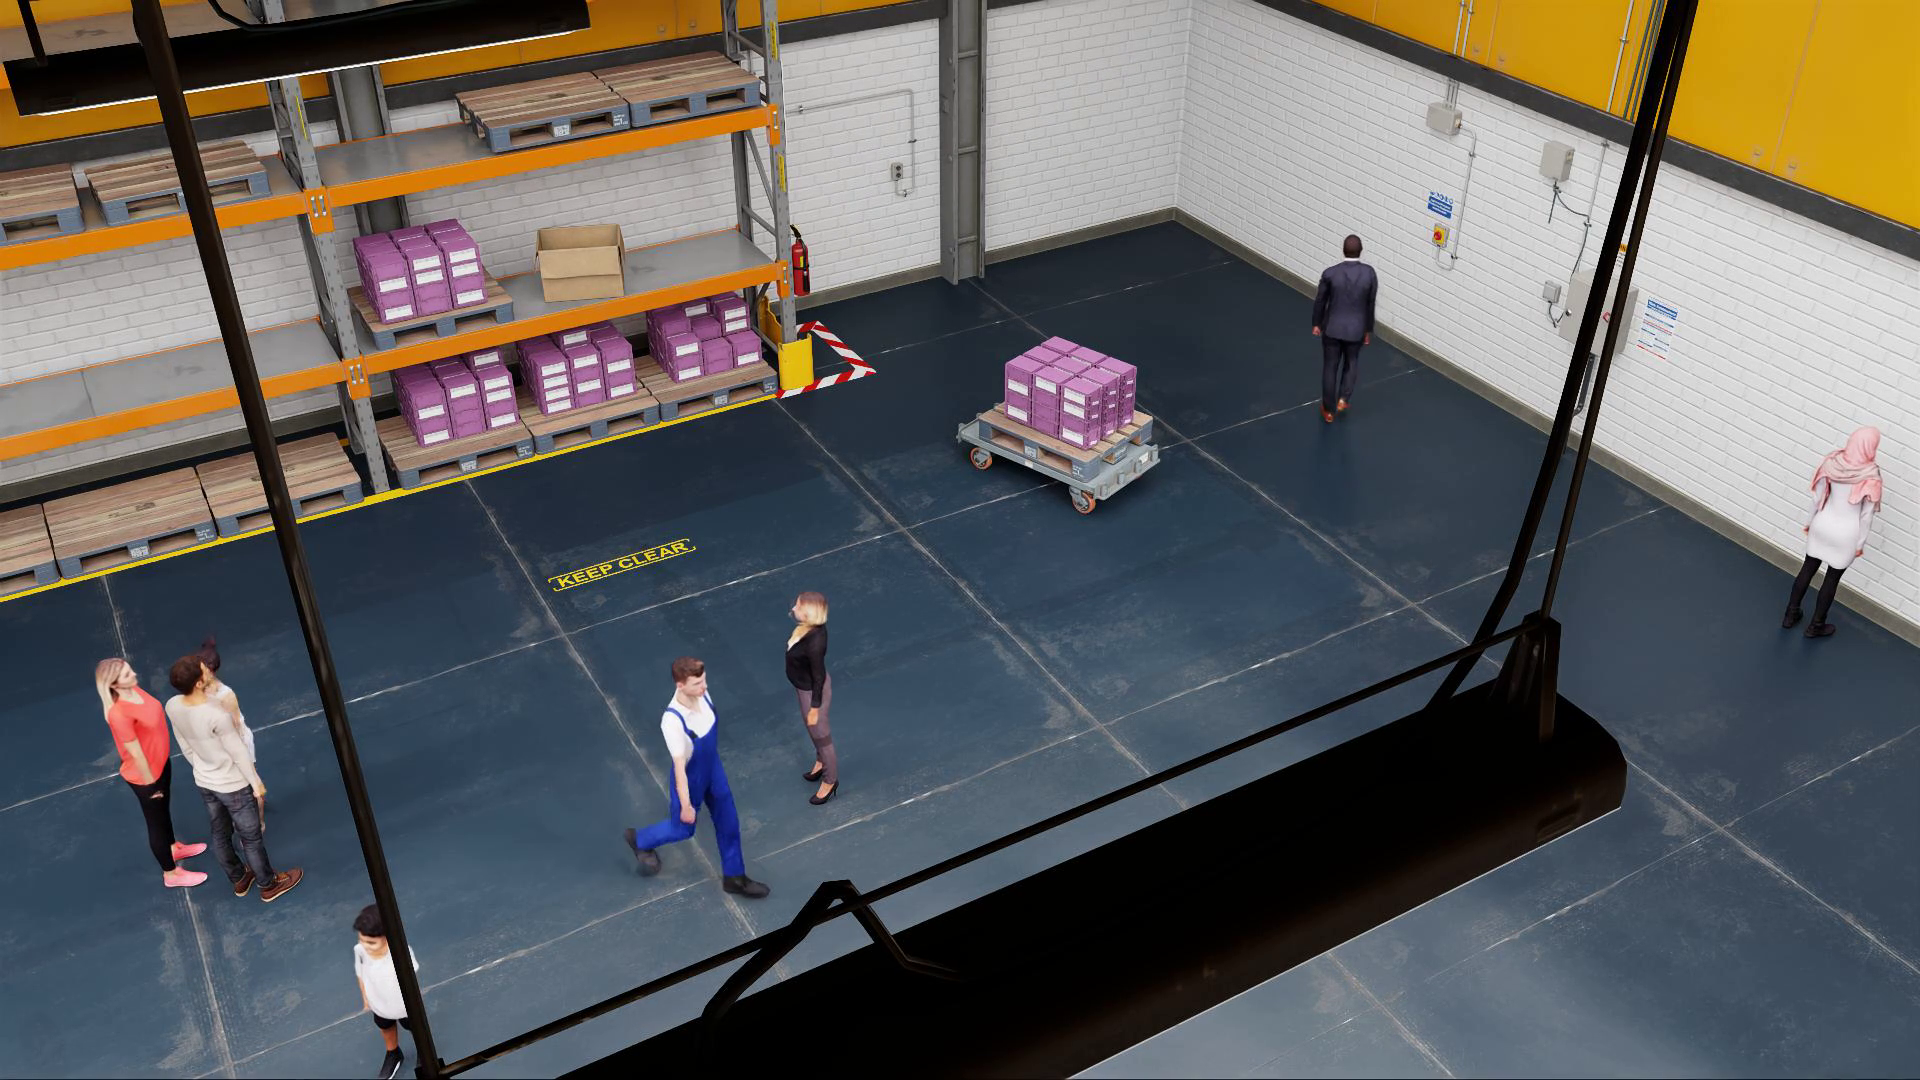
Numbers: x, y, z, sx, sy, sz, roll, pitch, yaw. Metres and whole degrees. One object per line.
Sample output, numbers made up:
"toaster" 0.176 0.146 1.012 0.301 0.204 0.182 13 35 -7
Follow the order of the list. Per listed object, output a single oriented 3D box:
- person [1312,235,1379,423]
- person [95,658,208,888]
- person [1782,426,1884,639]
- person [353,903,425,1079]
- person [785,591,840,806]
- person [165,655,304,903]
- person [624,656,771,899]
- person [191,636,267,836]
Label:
"person" 3.525 -1.893 15.249 0.814 1.812 0.892 5 34 8
"person" -5.071 1.425 10.364 0.599 1.693 0.635 -10 35 -15
"person" 6.583 -0.063 12.502 0.616 1.804 0.648 -22 39 -29
"person" -3.138 2.474 9.179 0.551 1.258 0.631 0 34 0
"person" -0.948 1.026 10.983 0.633 1.671 0.658 -5 34 -8
"person" -4.497 1.463 10.148 0.741 1.868 0.783 11 35 17
"person" -1.700 1.446 10.216 1.198 1.822 1.215 12 35 17
"person" -4.678 1.287 10.648 0.800 1.608 0.777 28 43 35
